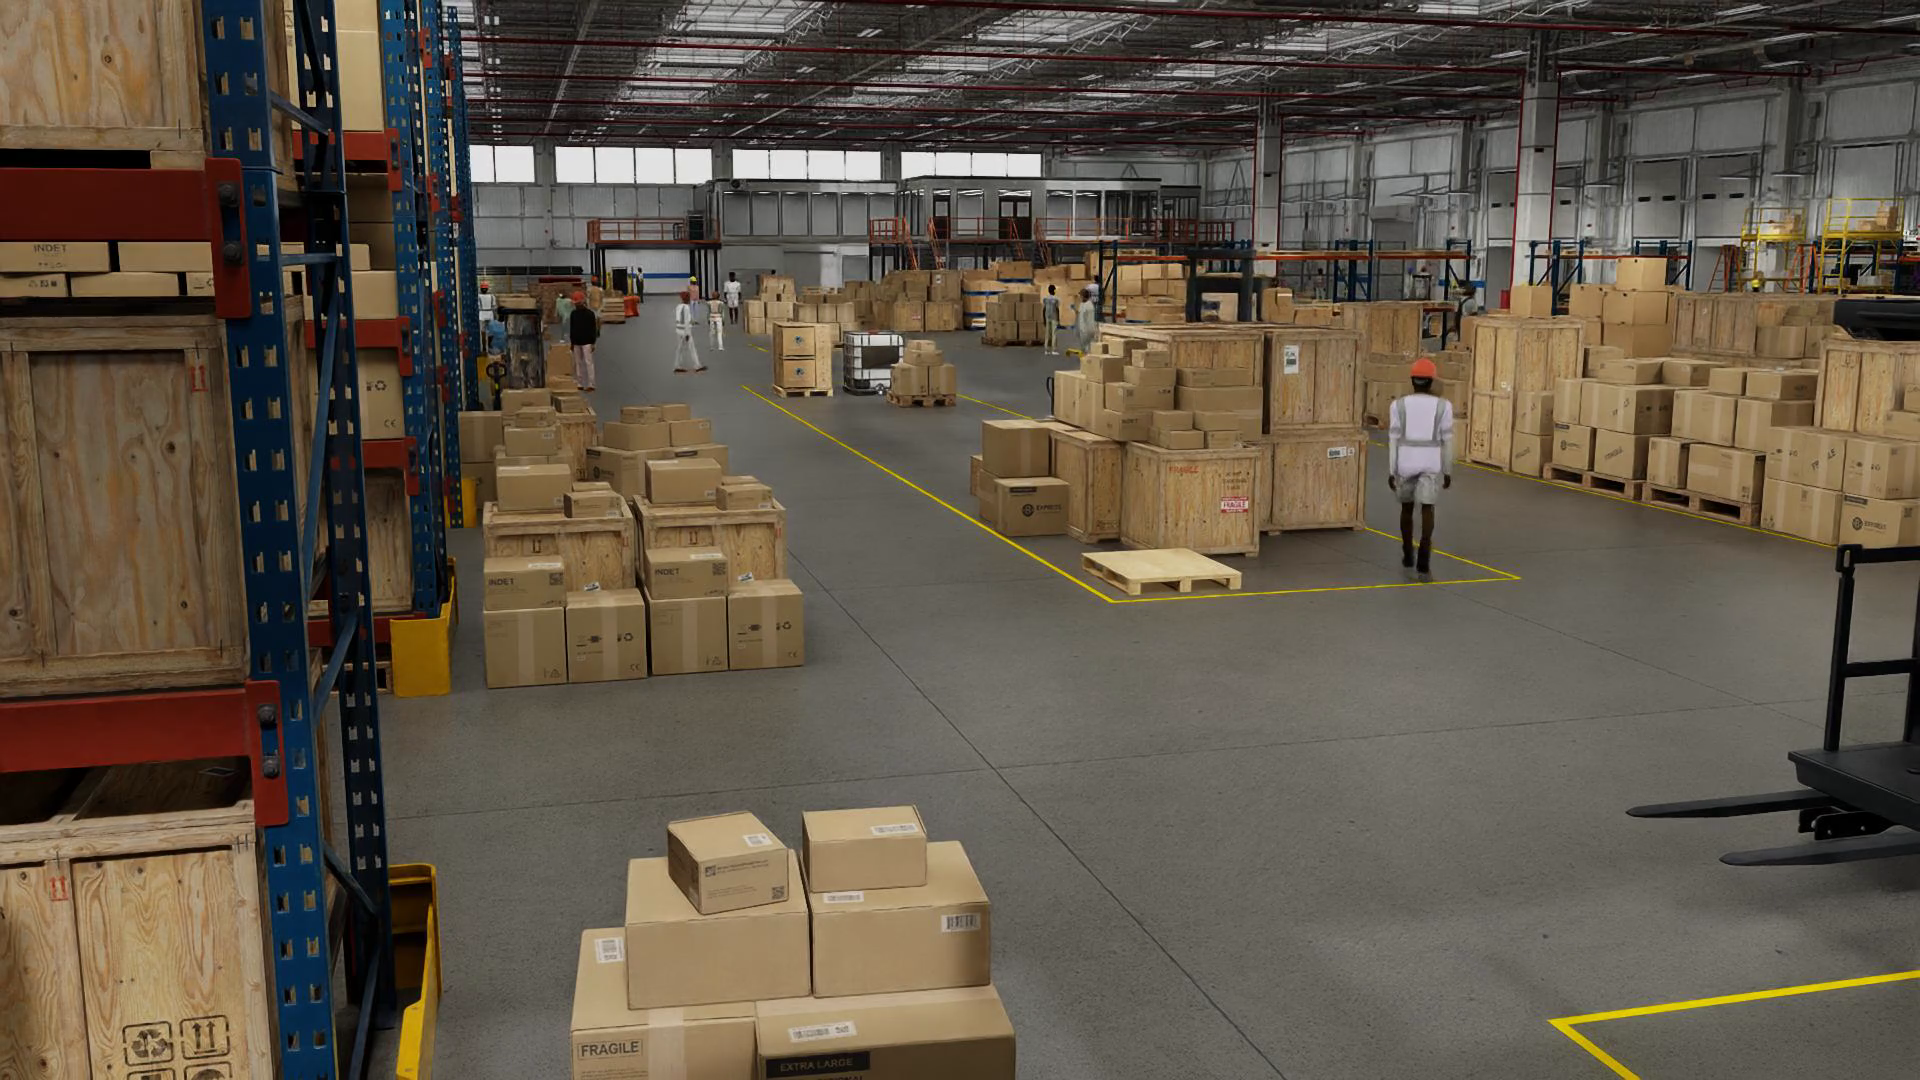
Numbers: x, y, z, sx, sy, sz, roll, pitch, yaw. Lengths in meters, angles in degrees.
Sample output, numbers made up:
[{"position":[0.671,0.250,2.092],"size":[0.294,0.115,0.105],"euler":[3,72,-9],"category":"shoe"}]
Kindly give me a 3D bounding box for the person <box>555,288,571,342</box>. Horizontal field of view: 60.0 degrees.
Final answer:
[{"position":[-11.896,-6.764,50.041],"size":[0.506,1.613,0.643],"euler":[5,11,27],"category":"person"}]

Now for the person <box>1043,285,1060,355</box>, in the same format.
[{"position":[2.434,-5.828,44.077],"size":[0.509,1.860,0.333],"euler":[7,12,33],"category":"person"}]

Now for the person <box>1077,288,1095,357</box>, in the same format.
[{"position":[2.853,-4.747,37.789],"size":[0.415,1.919,0.645],"euler":[-2,10,-13],"category":"person"}]

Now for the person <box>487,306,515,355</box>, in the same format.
[{"position":[-9.233,-3.868,33.527],"size":[0.555,1.663,0.655],"euler":[-5,11,-25],"category":"person"}]

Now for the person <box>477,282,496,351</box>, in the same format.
[{"position":[-12.561,-5.858,44.052],"size":[0.551,1.942,0.415],"euler":[-6,12,-29],"category":"person"}]

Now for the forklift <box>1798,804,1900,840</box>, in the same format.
[{"position":[5.107,0.113,7.535],"size":[1.873,2.768,1.129],"euler":[-3,10,-15],"category":"forklift"}]

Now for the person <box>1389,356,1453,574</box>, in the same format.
[{"position":[4.039,-0.651,14.623],"size":[0.553,1.914,0.825],"euler":[3,10,15],"category":"person"}]

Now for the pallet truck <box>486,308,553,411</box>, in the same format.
[{"position":[-6.242,-2.418,24.362],"size":[0.823,1.965,1.885],"euler":[1,10,3],"category":"pallet truck"}]

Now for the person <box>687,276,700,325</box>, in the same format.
[{"position":[-9.792,-8.798,61.150],"size":[0.310,1.768,0.533],"euler":[9,13,40],"category":"person"}]

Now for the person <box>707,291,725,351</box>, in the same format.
[{"position":[-6.741,-6.045,45.933],"size":[0.513,1.633,0.311],"euler":[2,10,11],"category":"person"}]

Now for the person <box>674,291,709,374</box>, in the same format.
[{"position":[-6.139,-4.682,37.584],"size":[0.808,1.850,0.605],"euler":[-7,12,-33],"category":"person"}]

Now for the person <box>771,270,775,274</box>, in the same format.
[{"position":[-8.066,-10.766,72.006],"size":[0.609,1.873,1.005],"euler":[0,10,1],"category":"person"}]

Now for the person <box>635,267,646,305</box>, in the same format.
[{"position":[-15.740,-12.497,81.866],"size":[0.515,1.844,0.333],"euler":[7,12,35],"category":"person"}]

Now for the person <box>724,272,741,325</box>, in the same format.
[{"position":[-8.262,-8.745,60.388],"size":[0.624,1.917,0.993],"euler":[-1,10,-8],"category":"person"}]

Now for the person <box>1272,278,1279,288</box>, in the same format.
[{"position":[10.297,-7.553,53.868],"size":[0.533,1.856,0.555],"euler":[1,10,7],"category":"person"}]

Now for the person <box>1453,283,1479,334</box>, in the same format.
[{"position":[12.116,-5.098,39.417],"size":[1.023,2.000,0.705],"euler":[-3,10,-16],"category":"person"}]

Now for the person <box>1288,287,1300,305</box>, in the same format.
[{"position":[7.750,-4.981,39.120],"size":[0.439,1.919,0.627],"euler":[-4,11,-23],"category":"person"}]

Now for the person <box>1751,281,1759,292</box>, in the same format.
[{"position":[22.851,-6.501,47.844],"size":[0.605,1.875,1.012],"euler":[5,11,28],"category":"person"}]

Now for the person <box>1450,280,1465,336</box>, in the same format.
[{"position":[16.003,-7.428,53.295],"size":[0.625,1.797,0.905],"euler":[-1,10,-7],"category":"person"}]

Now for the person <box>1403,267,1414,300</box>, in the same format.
[{"position":[20.894,-11.773,77.620],"size":[0.623,1.911,0.931],"euler":[-2,10,-13],"category":"person"}]

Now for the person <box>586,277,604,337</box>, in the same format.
[{"position":[-11.674,-7.445,53.127],"size":[0.571,1.888,0.957],"euler":[-4,11,-23],"category":"person"}]

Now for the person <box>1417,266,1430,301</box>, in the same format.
[{"position":[21.565,-11.775,77.418],"size":[0.647,1.967,0.484],"euler":[3,10,16],"category":"person"}]

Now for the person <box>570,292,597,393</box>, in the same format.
[{"position":[-7.417,-3.873,32.633],"size":[0.616,1.984,0.406],"euler":[6,12,30],"category":"person"}]

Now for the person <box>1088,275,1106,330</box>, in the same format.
[{"position":[4.728,-8.185,57.367],"size":[0.651,1.875,0.808],"euler":[3,11,18],"category":"person"}]

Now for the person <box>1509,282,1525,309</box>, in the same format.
[{"position":[15.199,-6.036,45.132],"size":[0.591,1.904,0.817],"euler":[-2,10,-9],"category":"person"}]

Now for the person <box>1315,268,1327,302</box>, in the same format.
[{"position":[17.209,-12.064,79.466],"size":[0.431,1.835,0.624],"euler":[-10,14,-44],"category":"person"}]

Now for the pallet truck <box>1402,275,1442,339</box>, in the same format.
[{"position":[14.620,-7.324,52.145],"size":[0.823,1.965,1.885],"euler":[8,13,40],"category":"pallet truck"}]

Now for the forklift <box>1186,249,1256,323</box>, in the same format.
[{"position":[3.670,-2.728,23.620],"size":[1.129,2.768,1.873],"euler":[3,11,18],"category":"forklift"}]
